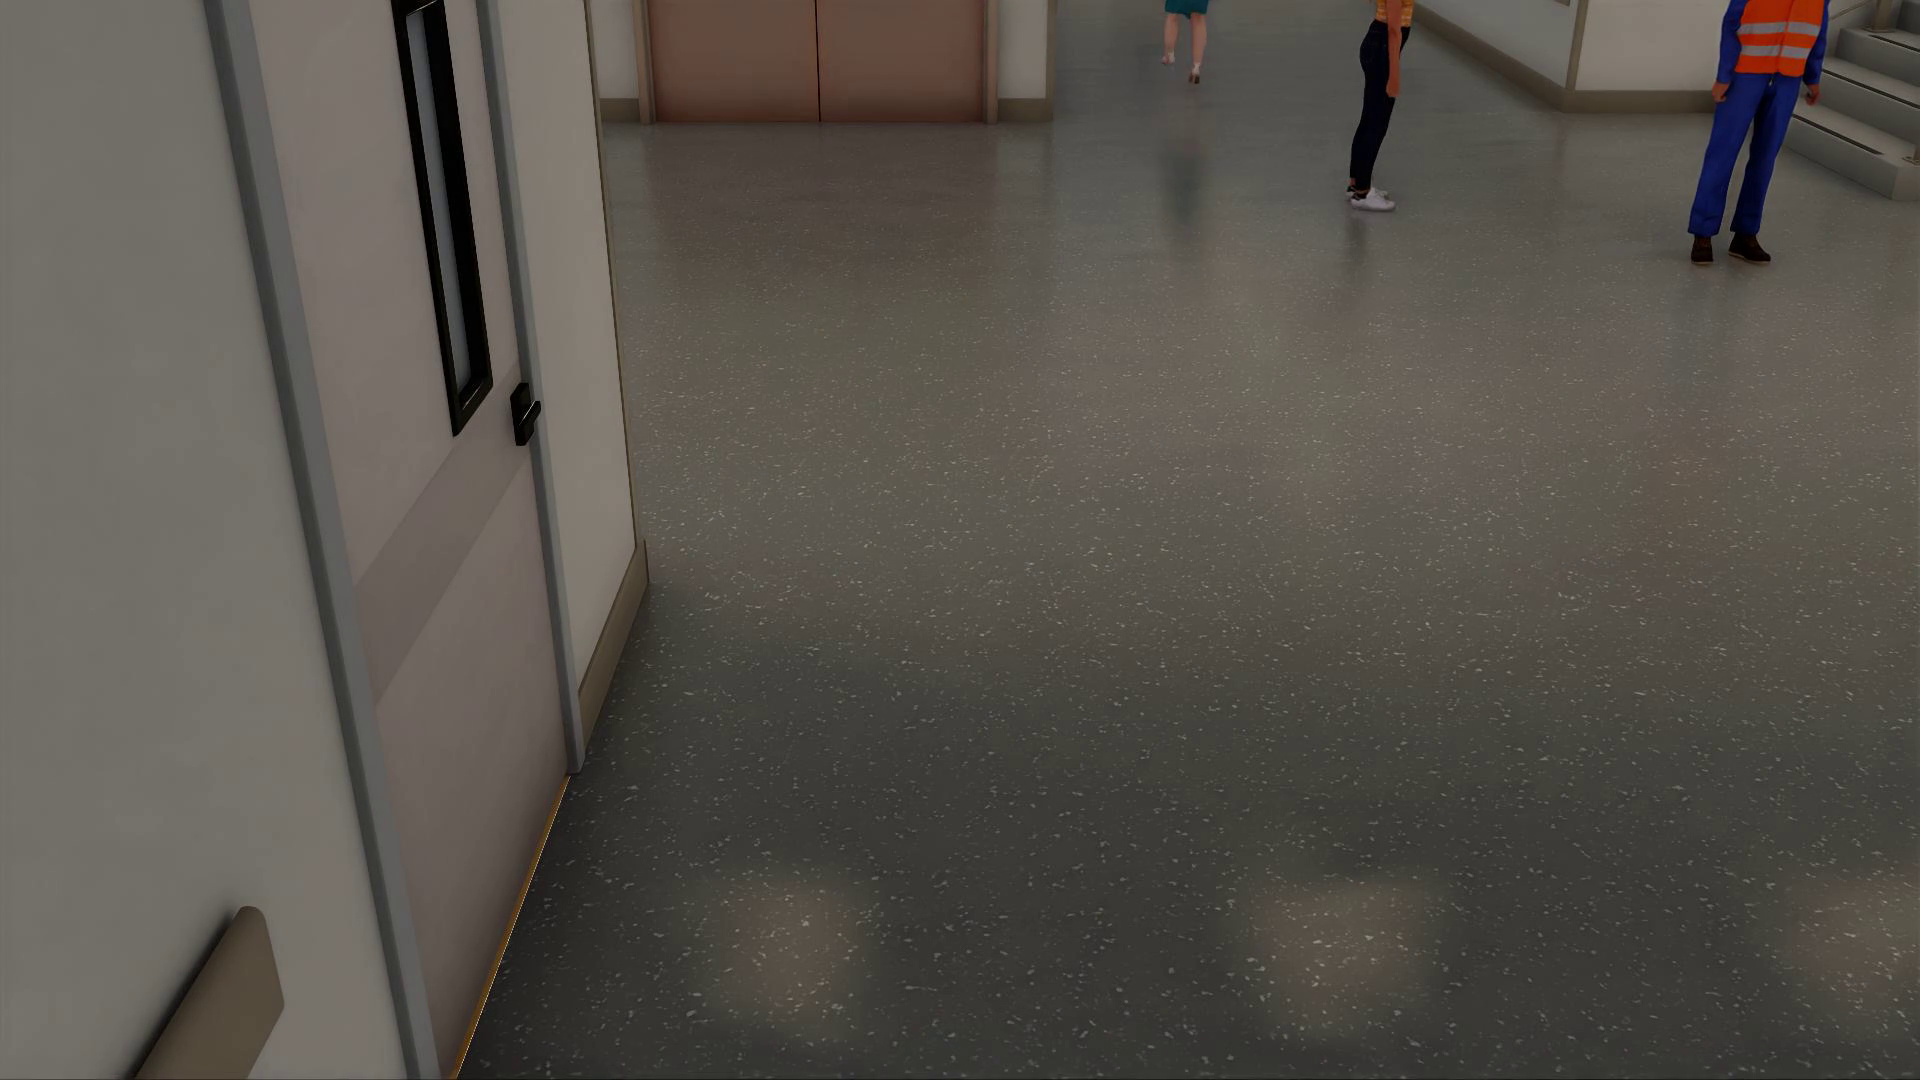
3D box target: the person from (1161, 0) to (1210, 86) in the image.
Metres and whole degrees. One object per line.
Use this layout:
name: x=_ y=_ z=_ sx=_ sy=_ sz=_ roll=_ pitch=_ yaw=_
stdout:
person: x=1.791 y=-4.307 z=12.766 sx=1.009 sy=1.637 sz=0.722 roll=-3 pitch=26 yaw=-7

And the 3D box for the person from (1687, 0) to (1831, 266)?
person: x=4.055 y=-2.324 z=8.398 sx=0.524 sy=1.859 sz=0.739 roll=1 pitch=26 yaw=1

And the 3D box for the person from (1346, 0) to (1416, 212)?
person: x=2.415 y=-2.732 z=9.511 sx=0.525 sy=1.627 sz=0.594 roll=3 pitch=26 yaw=6
